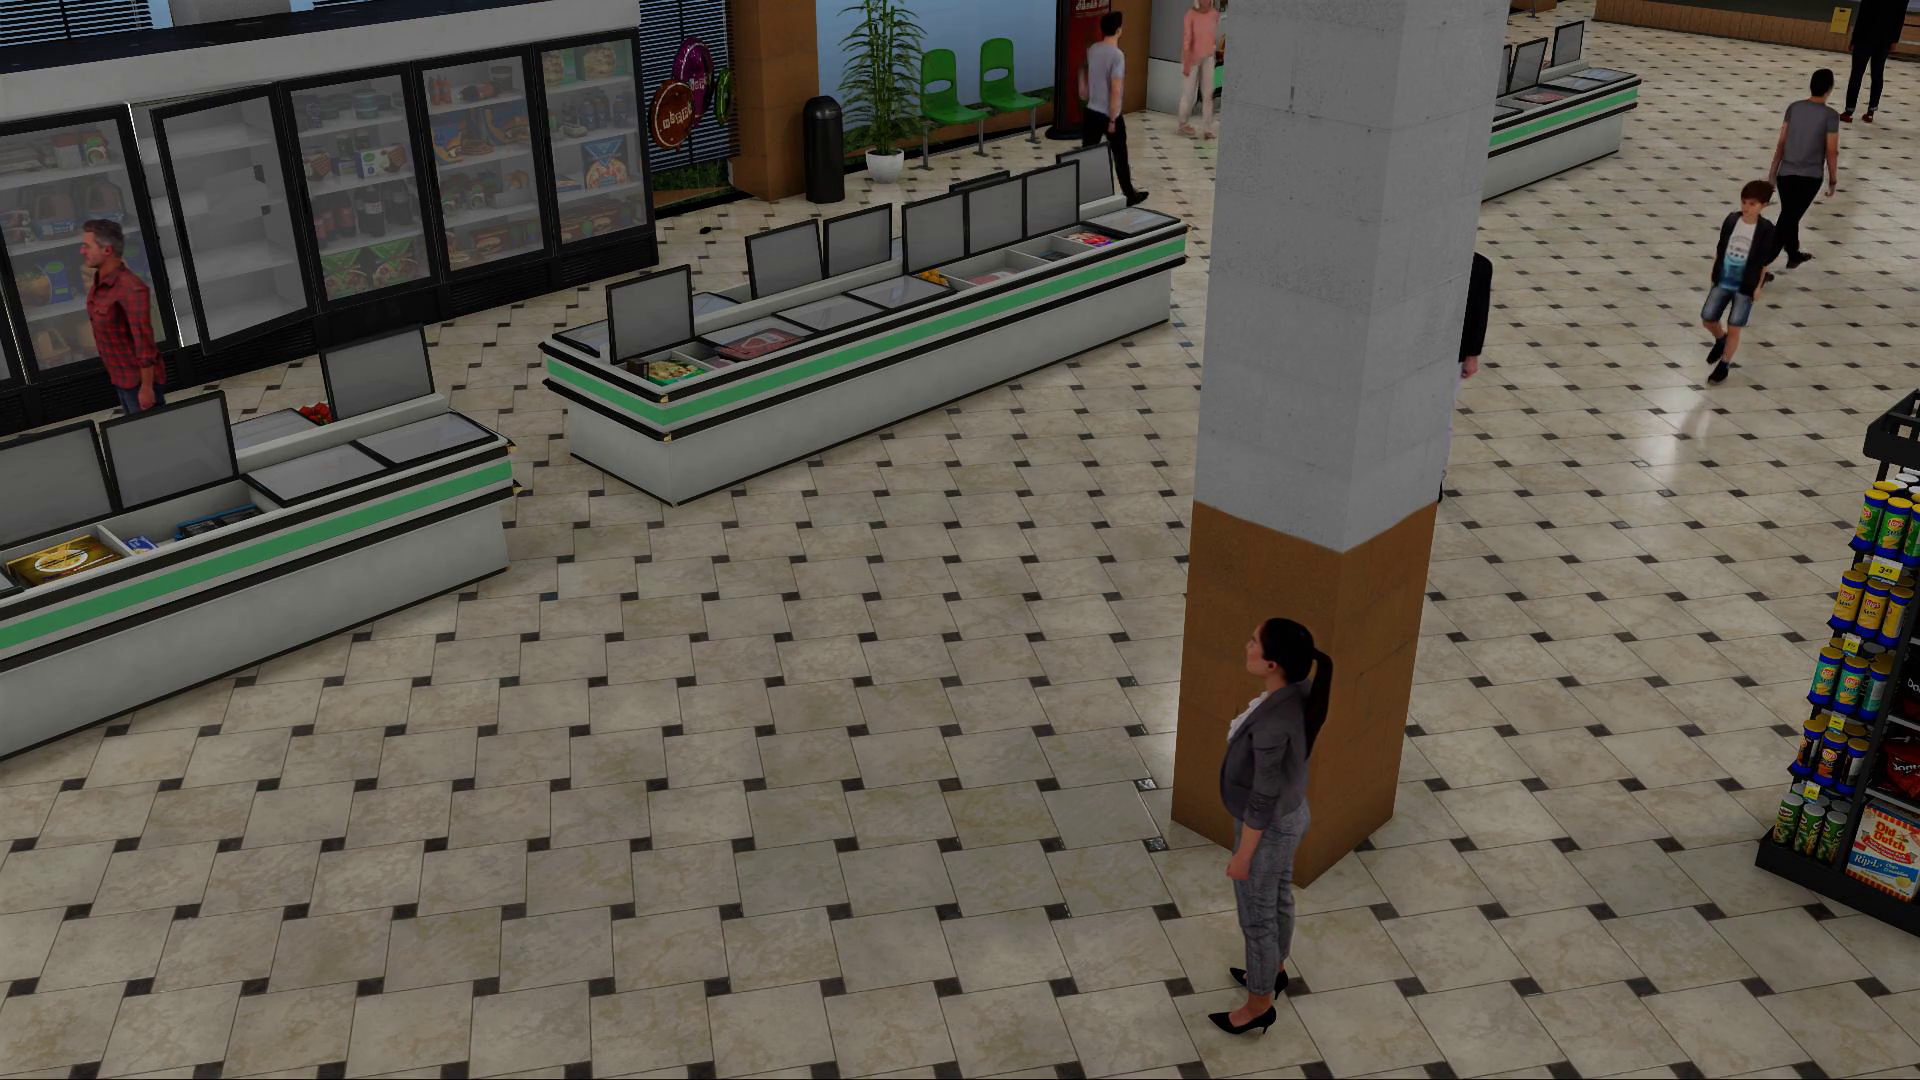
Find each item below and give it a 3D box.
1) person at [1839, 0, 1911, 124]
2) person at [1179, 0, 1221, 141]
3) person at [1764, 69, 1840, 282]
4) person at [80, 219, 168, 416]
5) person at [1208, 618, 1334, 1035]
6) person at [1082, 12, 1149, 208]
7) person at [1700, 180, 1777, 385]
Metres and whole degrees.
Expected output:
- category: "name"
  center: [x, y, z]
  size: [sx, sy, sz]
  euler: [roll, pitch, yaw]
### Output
- category: "person"
  center: [10.400, -5.682, 18.923]
  size: [0.783, 1.818, 0.831]
  euler: [1, 27, 2]
- category: "person"
  center: [2.589, -5.251, 18.235]
  size: [1.038, 1.671, 0.937]
  euler: [-14, 30, -25]
- category: "person"
  center: [6.831, -2.937, 13.633]
  size: [1.222, 1.707, 0.823]
  euler: [-16, 31, -28]
- category: "person"
  center: [-4.747, -0.965, 9.608]
  size: [0.577, 1.831, 0.705]
  euler: [-20, 33, -34]
- category: "person"
  center: [1.088, 1.021, 5.861]
  size: [0.755, 1.677, 0.625]
  euler: [13, 30, 24]
- category: "person"
  center: [1.253, -3.892, 15.413]
  size: [1.204, 1.799, 0.787]
  euler: [-19, 33, -33]
- category: "person"
  center: [5.518, -1.820, 11.760]
  size: [0.526, 1.409, 0.650]
  euler: [24, 35, 38]
